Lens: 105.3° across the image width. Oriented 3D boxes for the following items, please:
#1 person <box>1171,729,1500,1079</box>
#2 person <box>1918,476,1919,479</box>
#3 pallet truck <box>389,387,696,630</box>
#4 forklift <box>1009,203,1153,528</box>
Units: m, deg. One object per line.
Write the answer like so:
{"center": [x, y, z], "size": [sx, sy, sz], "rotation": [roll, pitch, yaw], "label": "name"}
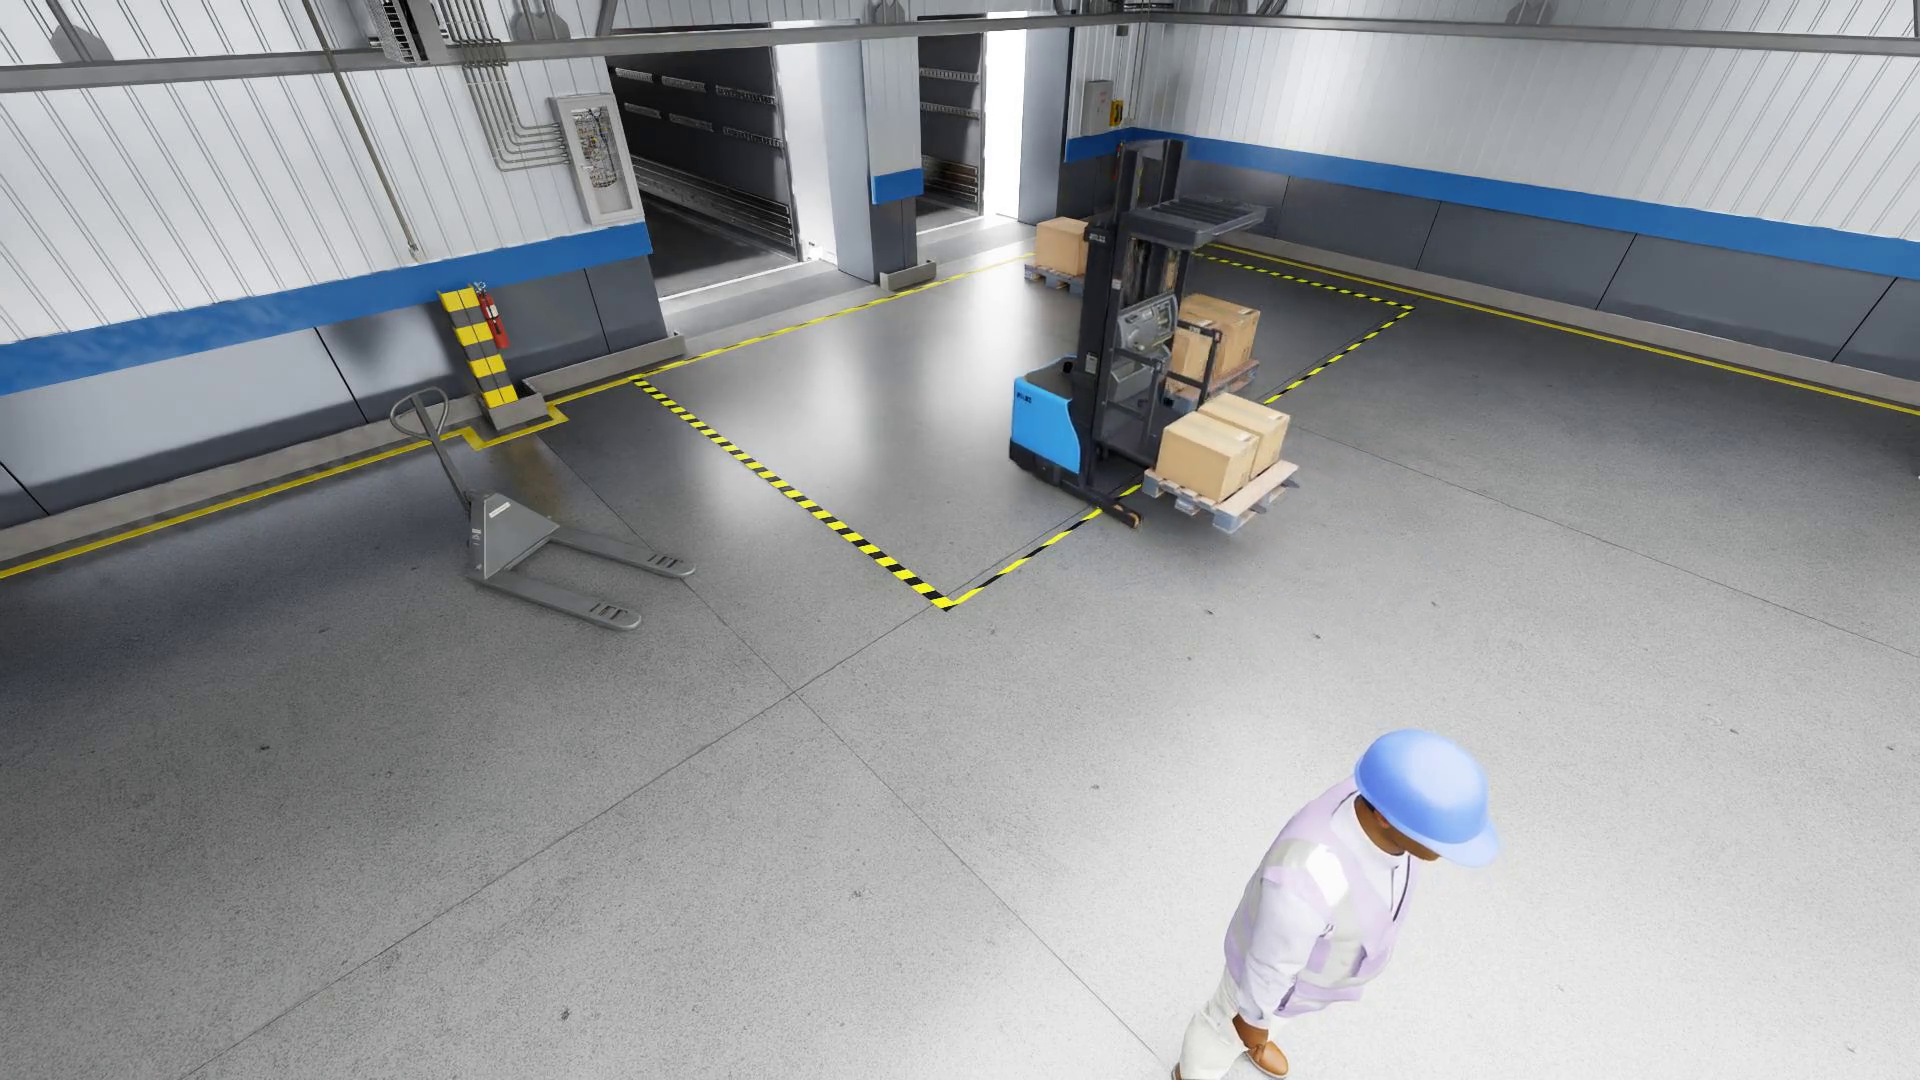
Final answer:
{"center": [0.995, 1.198, 2.143], "size": [0.604, 1.948, 0.398], "rotation": [-26, 45, -30], "label": "person"}
{"center": [7.876, -1.114, 5.301], "size": [0.484, 1.744, 0.294], "rotation": [-1, 38, -1], "label": "person"}
{"center": [-2.613, -0.247, 4.593], "size": [1.601, 1.201, 0.680], "rotation": [14, 40, 17], "label": "pallet truck"}
{"center": [0.951, -1.397, 5.426], "size": [0.716, 2.013, 0.776], "rotation": [-30, 47, -33], "label": "forklift"}
